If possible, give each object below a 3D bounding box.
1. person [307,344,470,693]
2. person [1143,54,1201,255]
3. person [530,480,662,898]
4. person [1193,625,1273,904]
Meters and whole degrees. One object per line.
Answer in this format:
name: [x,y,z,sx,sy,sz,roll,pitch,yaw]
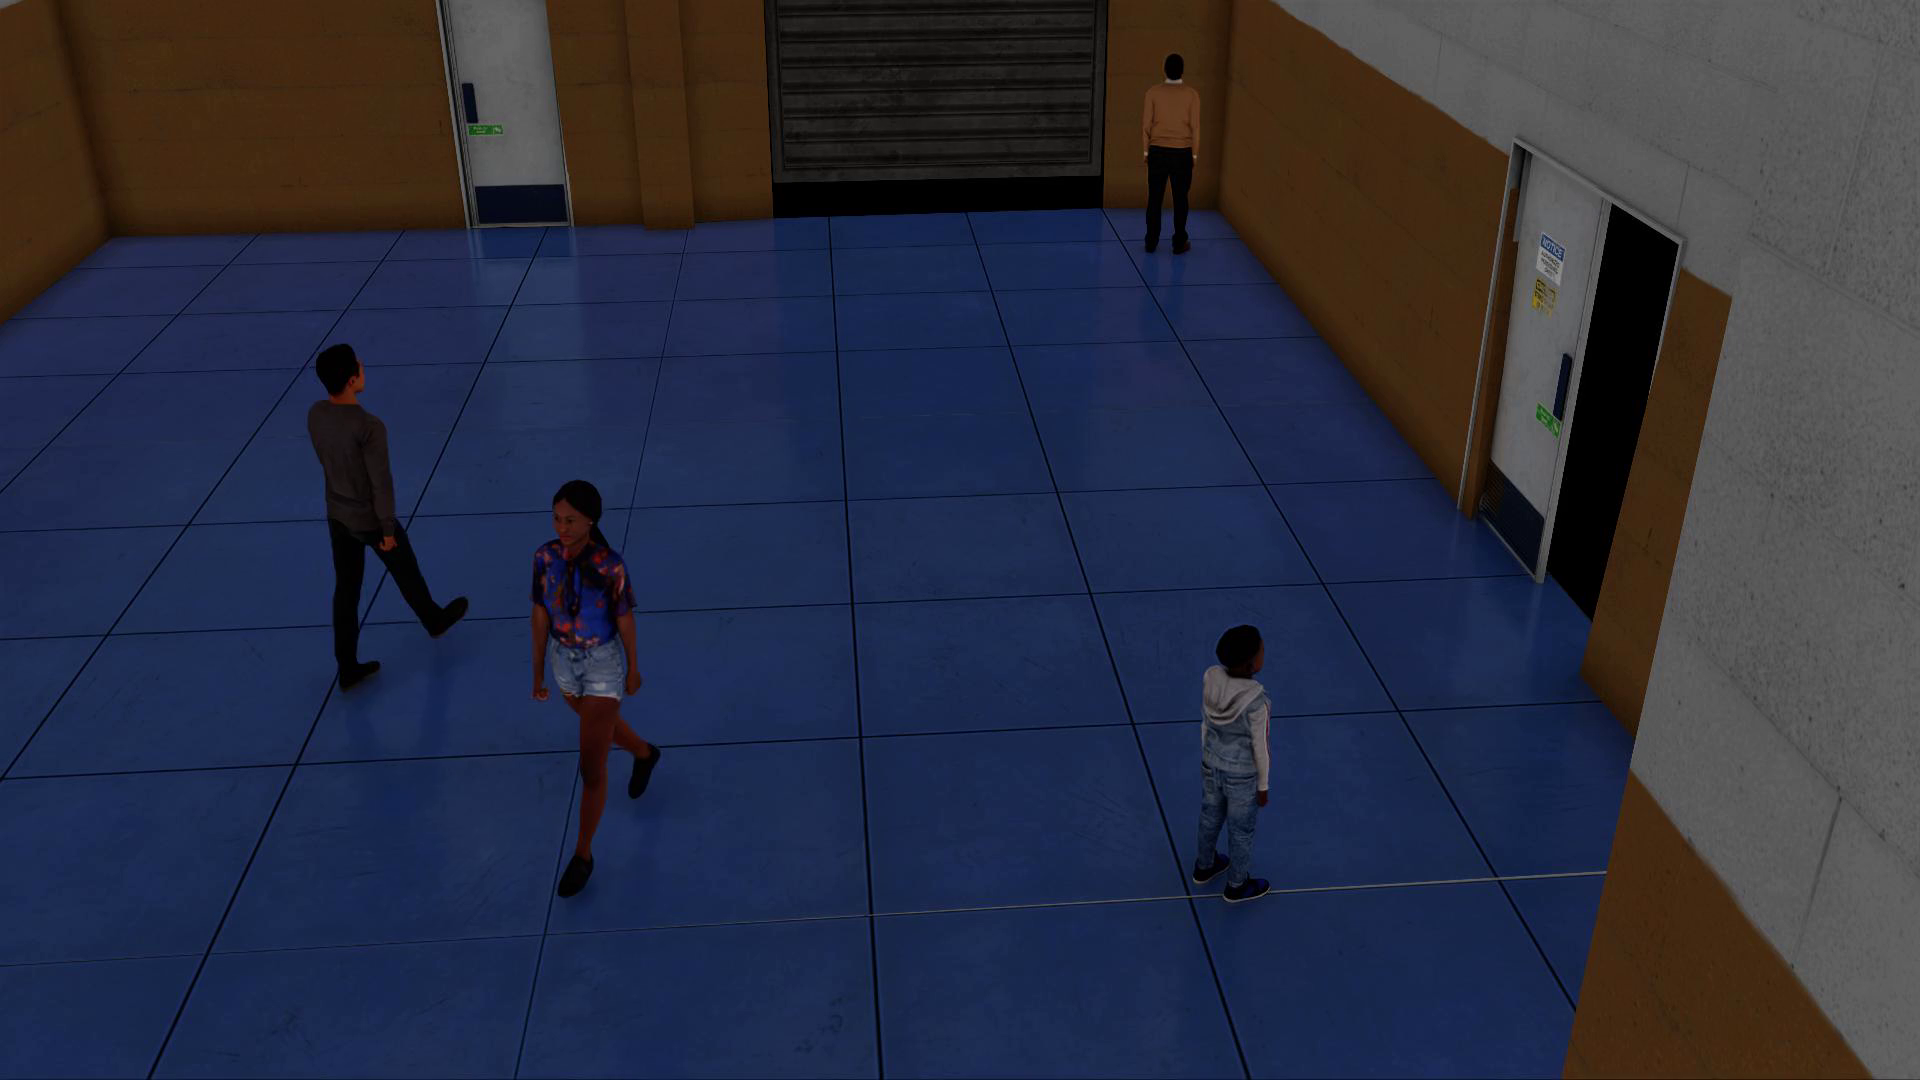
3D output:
person: [-3.005,-0.070,8.148,1.126,1.732,1.069,23,35,38]
person: [1.856,-3.401,14.683,0.650,1.754,0.791,6,28,12]
person: [-1.519,0.531,6.999,1.202,1.699,0.970,8,28,15]
person: [1.106,0.900,6.755,0.614,1.261,0.567,-20,33,-34]
